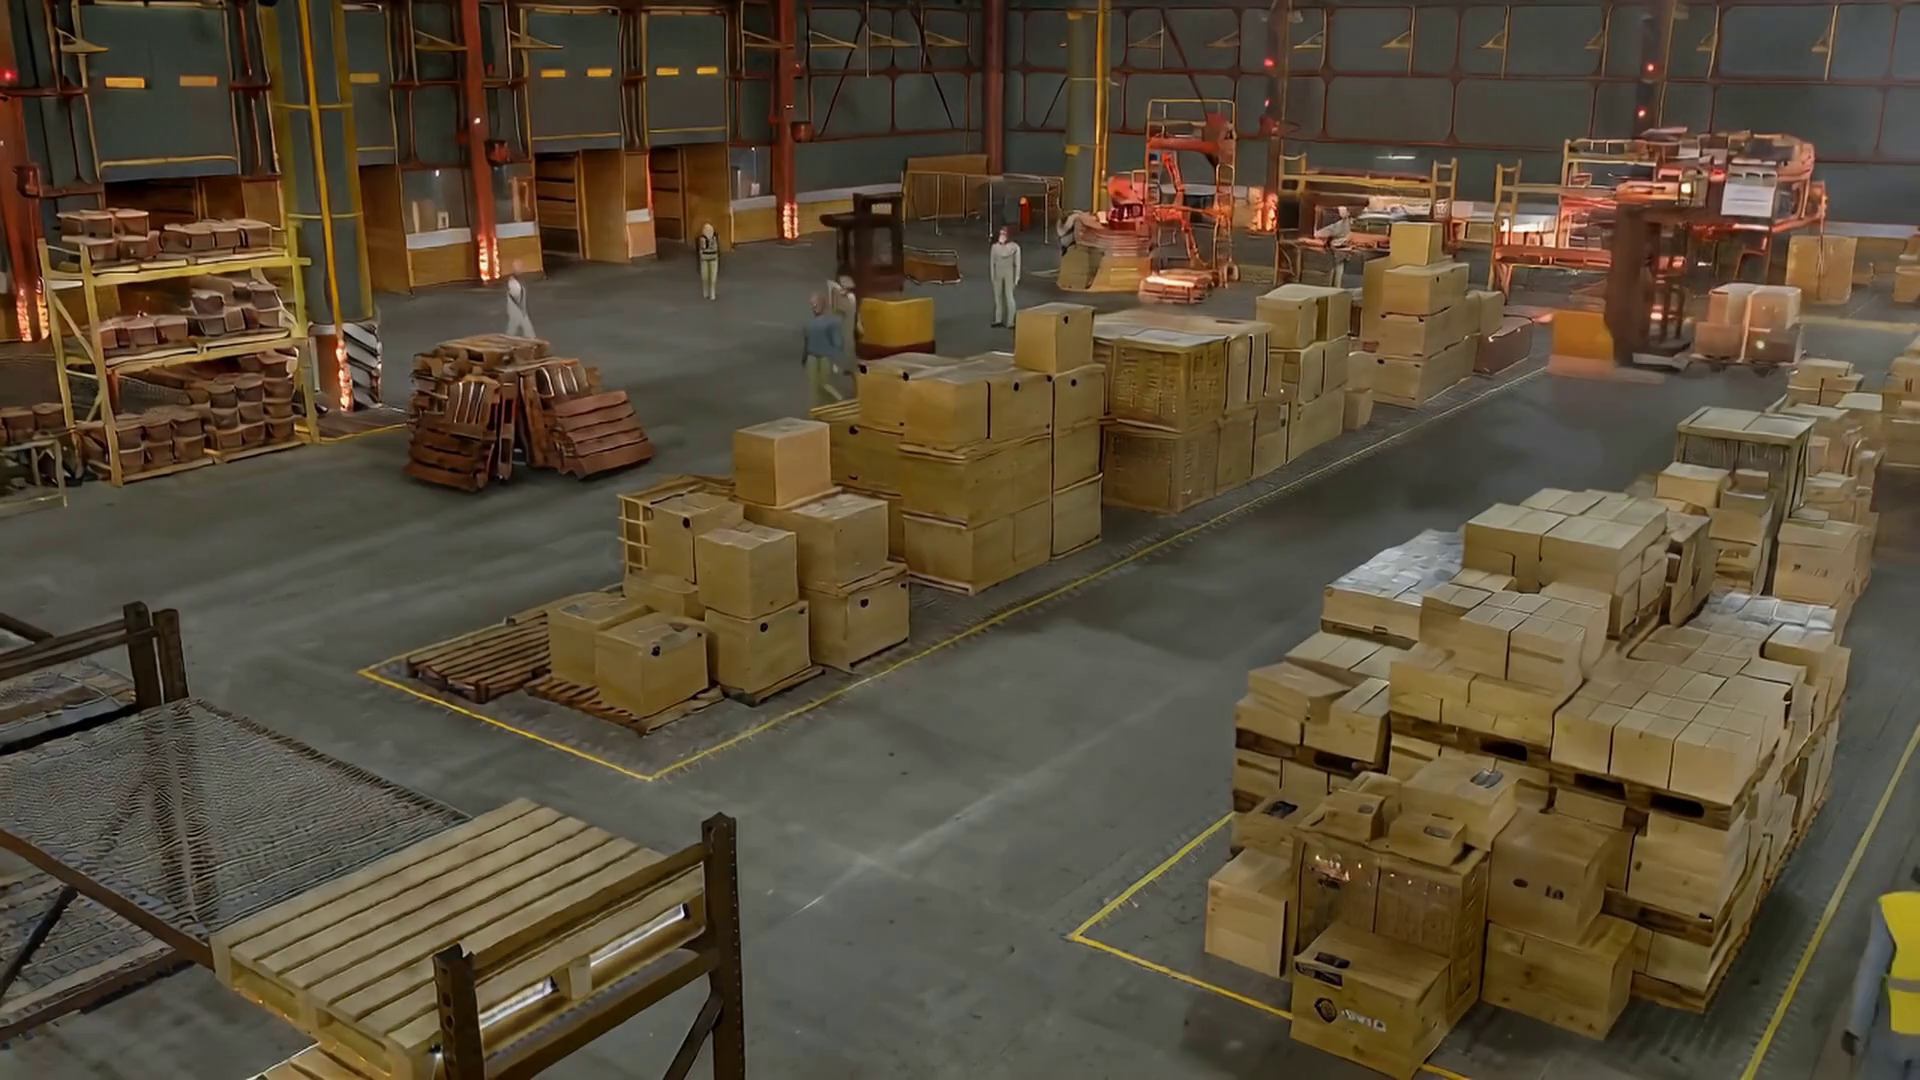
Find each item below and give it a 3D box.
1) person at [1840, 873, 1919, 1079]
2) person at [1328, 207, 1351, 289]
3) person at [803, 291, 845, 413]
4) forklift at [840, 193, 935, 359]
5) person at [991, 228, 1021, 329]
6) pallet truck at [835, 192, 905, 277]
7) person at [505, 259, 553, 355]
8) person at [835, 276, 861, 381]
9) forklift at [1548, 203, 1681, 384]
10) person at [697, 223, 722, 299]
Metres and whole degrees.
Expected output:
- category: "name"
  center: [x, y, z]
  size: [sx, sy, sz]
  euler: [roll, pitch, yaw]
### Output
- category: "person"
  center: [4.469, 2.302, 7.894]
  size: [0.732, 1.866, 0.381]
  euler: [-4, 17, -12]
- category: "person"
  center: [8.303, -6.297, 36.265]
  size: [0.547, 1.927, 0.390]
  euler: [-14, 22, -38]
- category: "person"
  center: [-1.982, -2.677, 24.260]
  size: [0.626, 1.927, 0.545]
  euler: [11, 20, 33]
- category: "forklift"
  center: [-1.400, -4.665, 29.220]
  size: [1.129, 2.768, 1.873]
  euler: [-14, 22, -38]
- category: "person"
  center: [0.880, -5.056, 32.120]
  size: [0.629, 1.940, 0.376]
  euler: [11, 20, 31]
- category: "pallet truck"
  center: [-1.936, -7.159, 38.982]
  size: [1.885, 1.965, 0.823]
  euler: [-12, 21, -34]
- category: "person"
  center: [-7.578, -3.927, 28.642]
  size: [0.983, 1.792, 0.538]
  euler: [-2, 17, -7]
- category: "person"
  center: [-1.787, -3.462, 27.235]
  size: [0.587, 1.711, 0.491]
  euler: [6, 18, 20]
- category: "forklift"
  center: [10.914, -4.121, 27.419]
  size: [1.873, 2.768, 1.129]
  euler: [12, 21, 35]
- category: "person"
  center: [-5.376, -5.981, 35.708]
  size: [0.538, 1.623, 0.382]
  euler: [-3, 17, -10]
